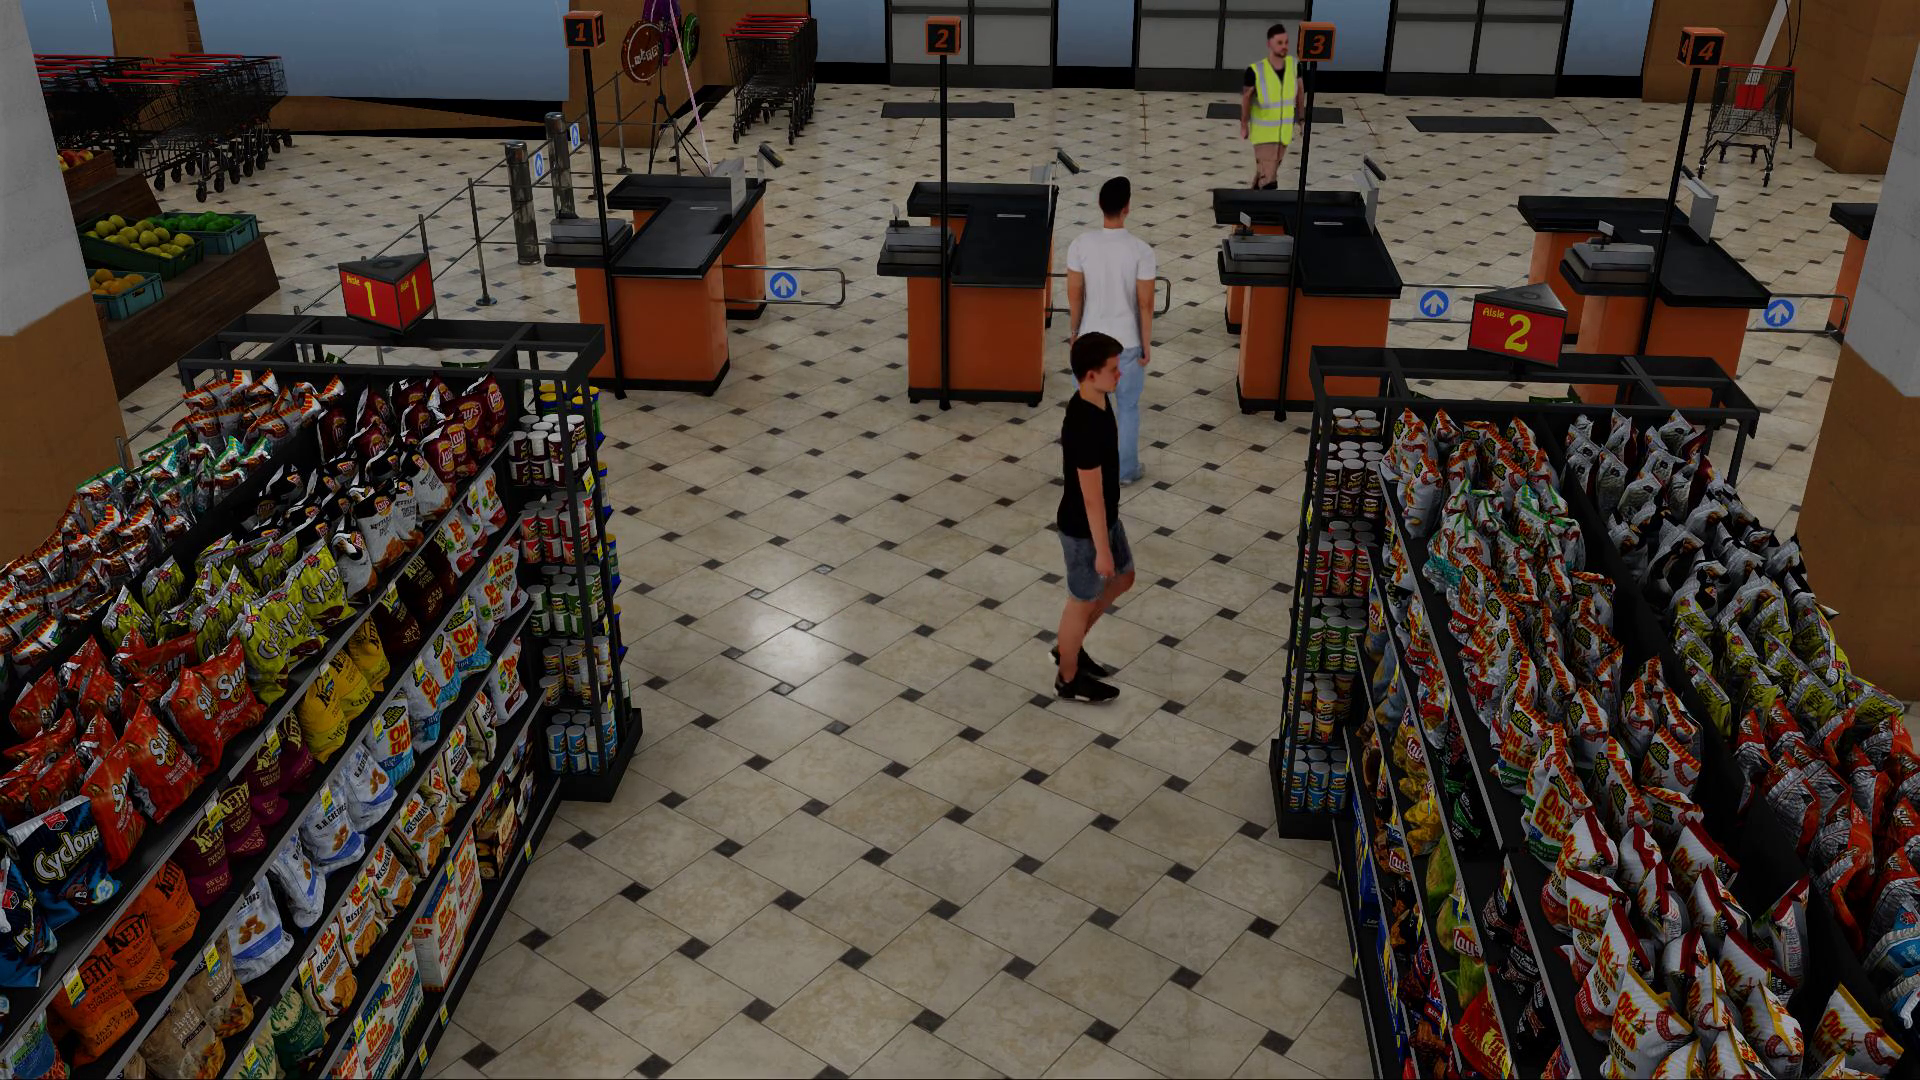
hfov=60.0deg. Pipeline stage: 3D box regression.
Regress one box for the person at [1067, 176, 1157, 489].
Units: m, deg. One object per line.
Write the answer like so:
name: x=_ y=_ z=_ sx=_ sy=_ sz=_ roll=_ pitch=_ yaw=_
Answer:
person: x=0.880 y=-1.207 z=9.794 sx=0.719 sy=1.864 sz=0.625 roll=8 pitch=28 yaw=16

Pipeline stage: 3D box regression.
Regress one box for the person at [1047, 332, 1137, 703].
person: x=0.500 y=-0.084 z=7.607 sx=0.753 sy=1.839 sz=0.566 roll=3 pitch=27 yaw=6

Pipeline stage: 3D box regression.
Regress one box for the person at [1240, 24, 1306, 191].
person: x=2.689 y=-3.558 z=14.501 sx=1.080 sy=1.799 sz=1.303 roll=-11 pitch=29 yaw=-21
